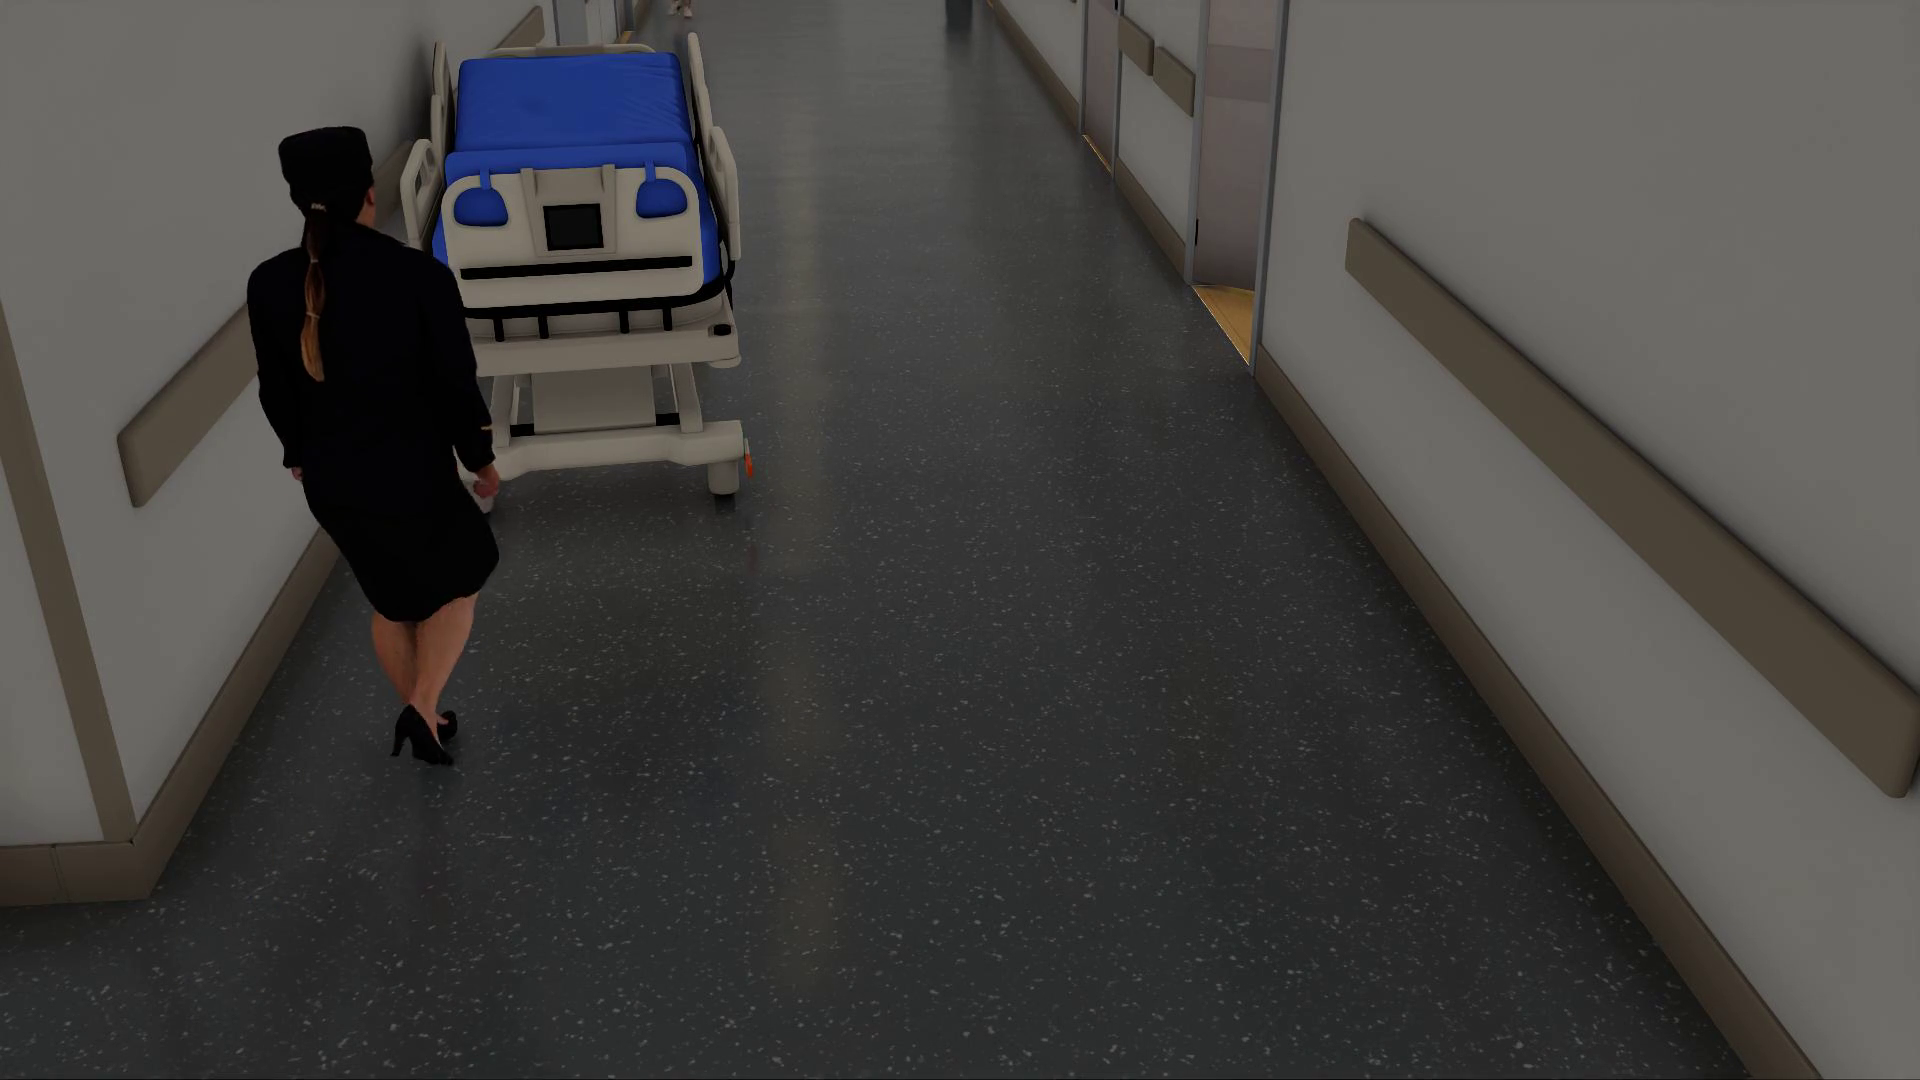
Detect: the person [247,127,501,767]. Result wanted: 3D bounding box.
[{"bbox_3d":[-1.402,-0.129,4.010,0.694,1.666,0.824,2,26,4],"label":"person"}]
